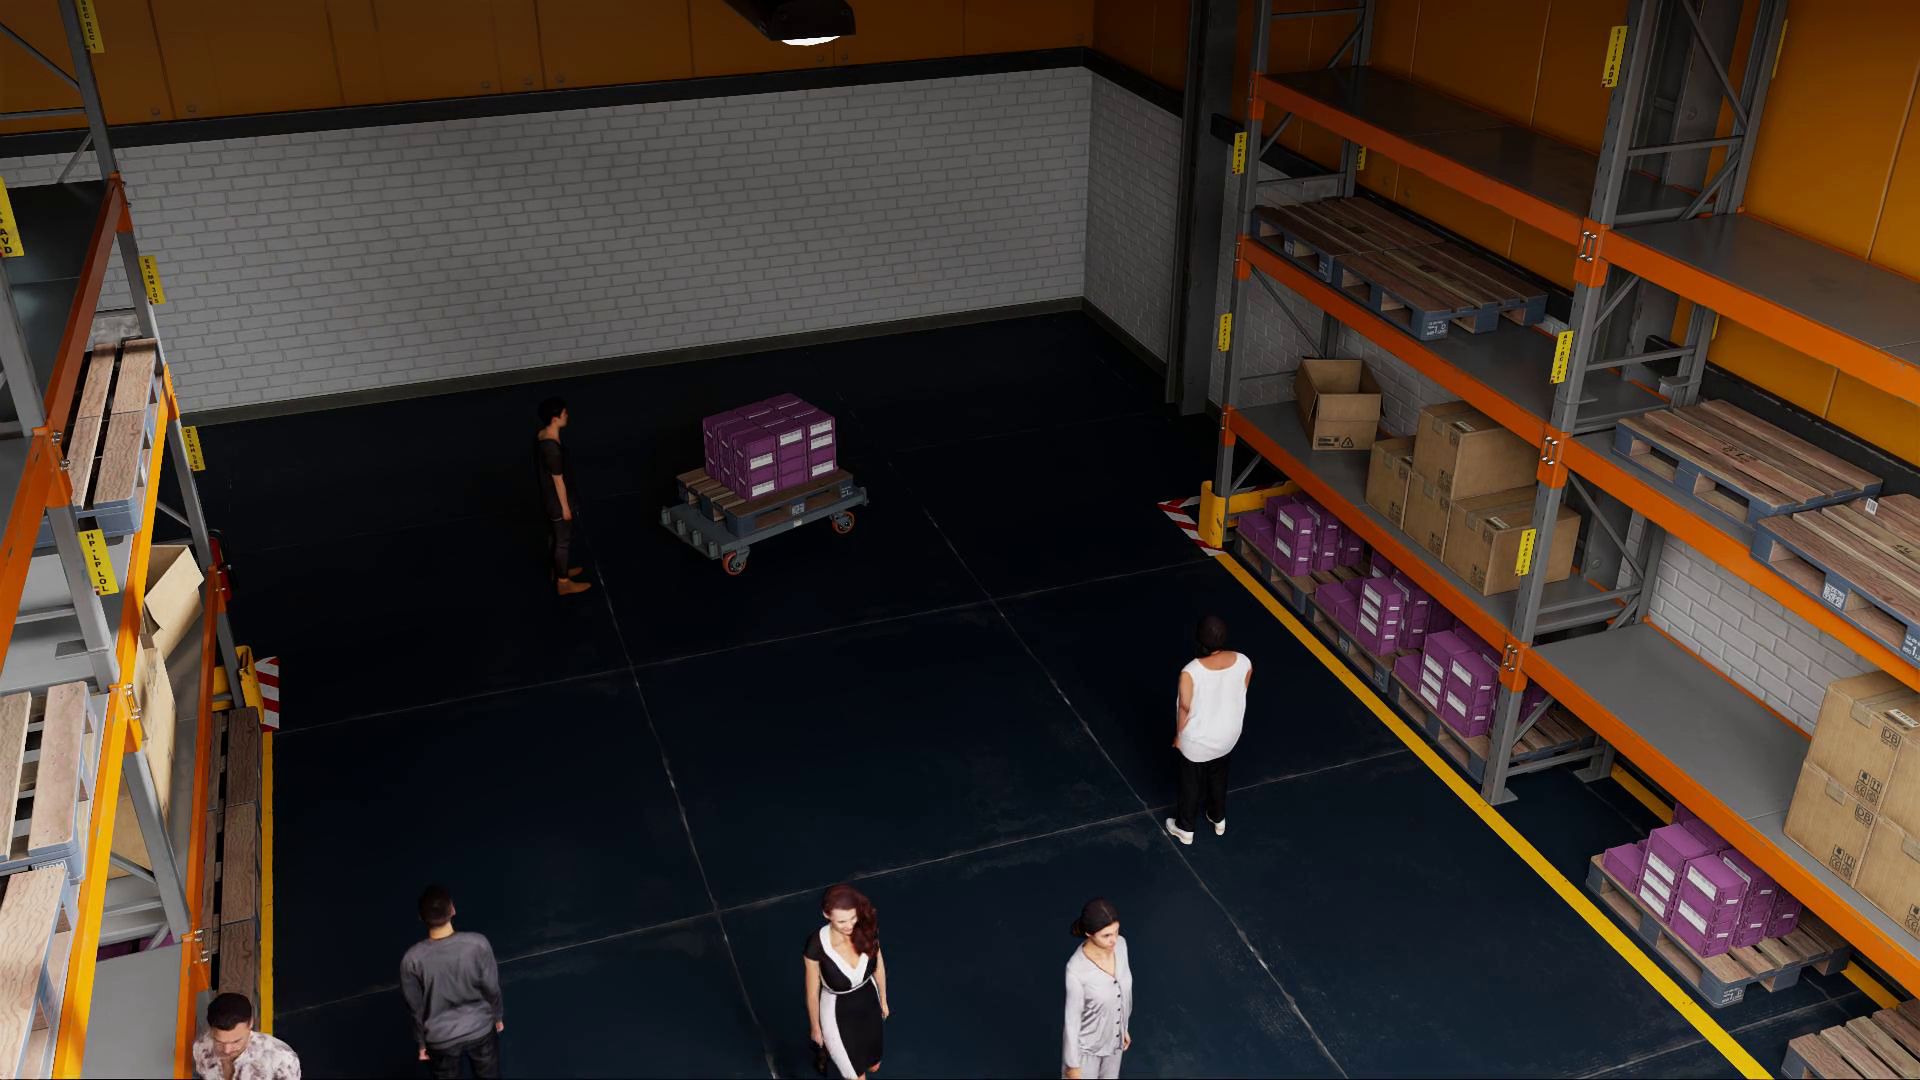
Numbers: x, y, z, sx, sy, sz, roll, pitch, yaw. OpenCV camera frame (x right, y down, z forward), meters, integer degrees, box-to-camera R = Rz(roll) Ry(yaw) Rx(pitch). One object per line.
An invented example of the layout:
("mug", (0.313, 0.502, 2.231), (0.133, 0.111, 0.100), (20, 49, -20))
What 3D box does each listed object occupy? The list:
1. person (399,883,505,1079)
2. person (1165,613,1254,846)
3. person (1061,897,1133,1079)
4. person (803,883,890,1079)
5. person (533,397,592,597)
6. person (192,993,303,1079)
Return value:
("person", (-2.519, 2.472, 8.383), (0.622, 1.759, 0.545), (-12, 31, -20))
("person", (1.591, 1.209, 10.773), (0.638, 1.688, 0.583), (-10, 30, -18))
("person", (0.660, 2.494, 8.329), (0.661, 1.772, 0.659), (-25, 37, -38))
("person", (-0.612, 2.404, 8.491), (0.766, 1.776, 0.972), (-20, 35, -33))
("person", (-3.316, -0.368, 13.640), (0.680, 1.711, 0.481), (-12, 31, -21))
("person", (-3.239, 2.737, 7.878), (1.013, 1.779, 1.120), (9, 30, 16))
